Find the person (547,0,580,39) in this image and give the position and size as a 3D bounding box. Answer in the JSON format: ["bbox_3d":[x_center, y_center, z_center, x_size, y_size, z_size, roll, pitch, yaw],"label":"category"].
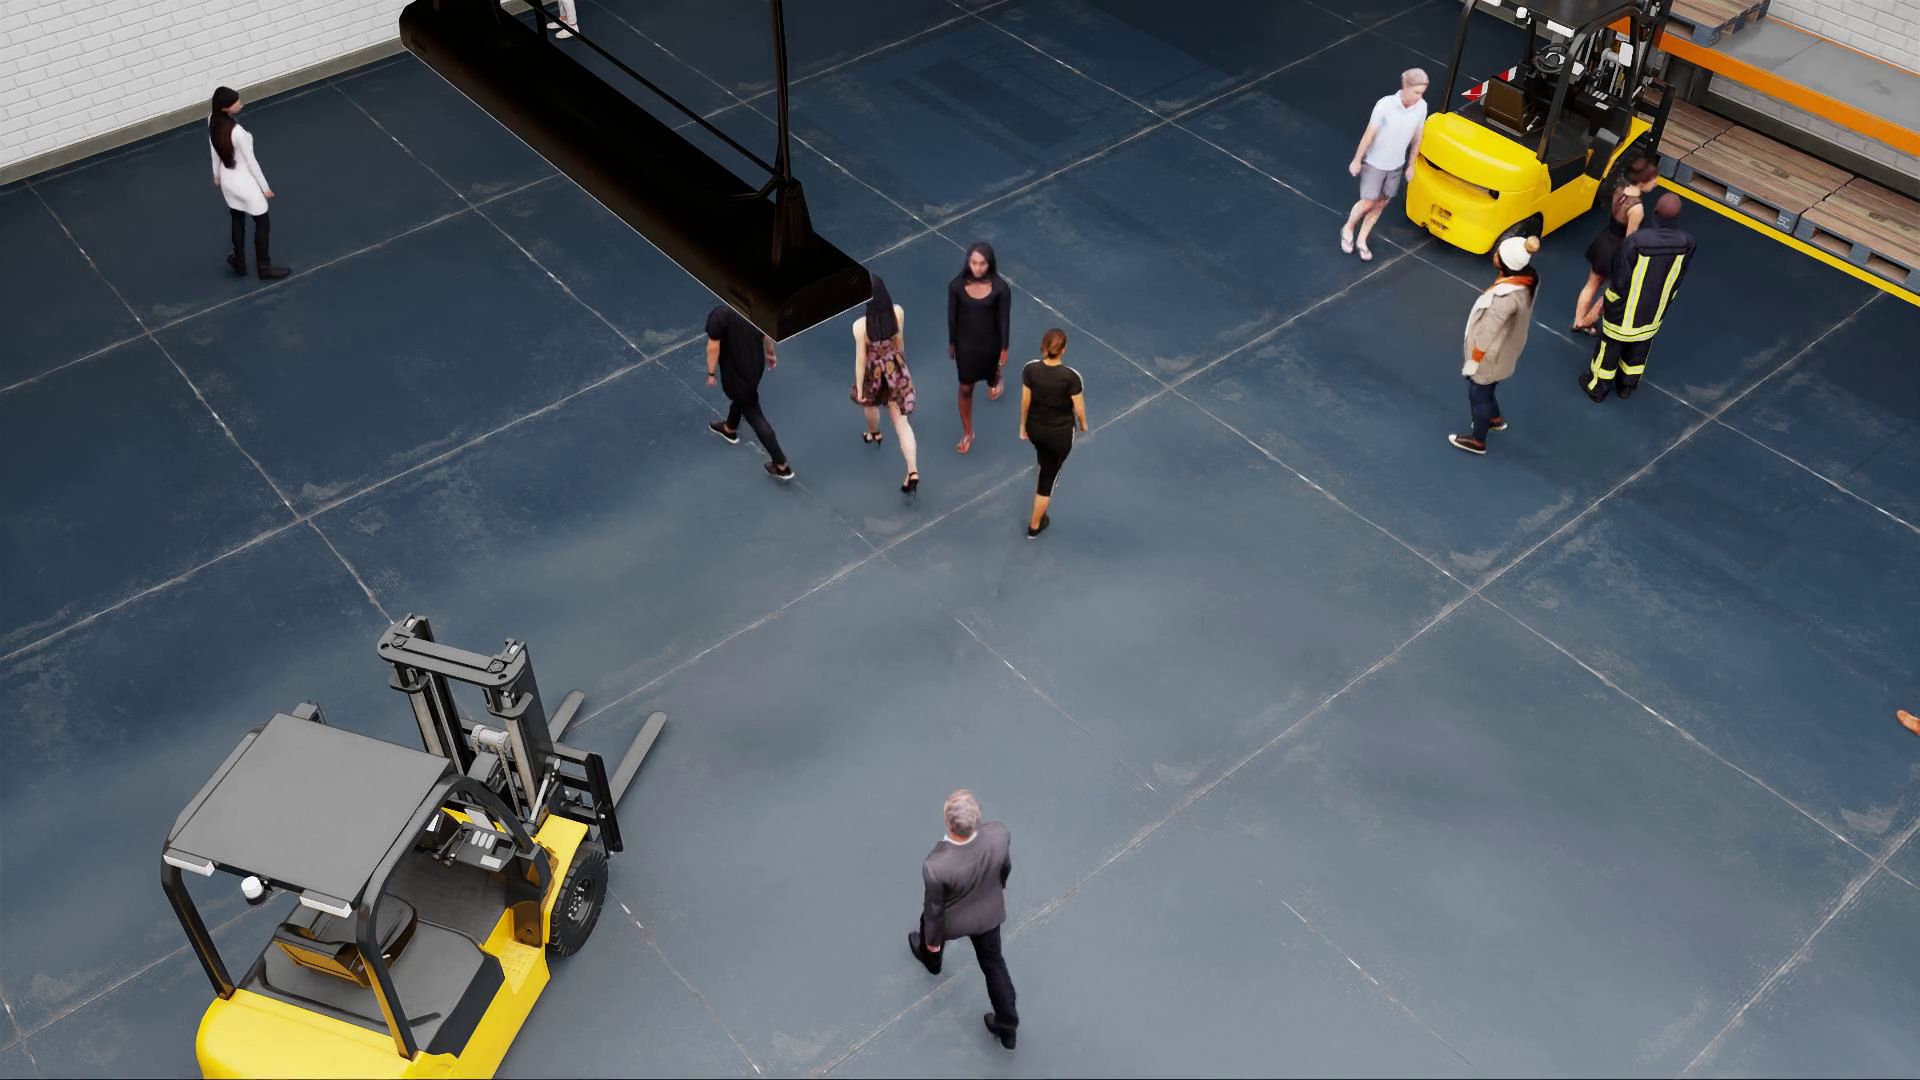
[{"bbox_3d":[-4.203,-6.040,17.171,0.702,1.688,0.523,-21,48,-21],"label":"person"}]

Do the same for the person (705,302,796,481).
[{"bbox_3d":[-1.511,-1.209,12.004,1.239,1.820,0.865,29,51,27],"label":"person"}]

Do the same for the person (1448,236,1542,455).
[{"bbox_3d":[4.013,-1.403,12.165,0.824,1.879,0.808,20,47,20],"label":"person"}]

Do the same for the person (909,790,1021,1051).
[{"bbox_3d":[0.073,1.978,8.677,0.869,1.795,1.237,-22,48,-22],"label":"person"}]

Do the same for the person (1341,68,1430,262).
[{"bbox_3d":[3.578,-3.251,14.158,0.850,1.806,0.850,-5,44,-5],"label":"person"}]

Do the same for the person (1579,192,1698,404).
[{"bbox_3d":[5.181,-1.854,12.679,0.863,1.823,0.888,-3,44,-3],"label":"person"}]

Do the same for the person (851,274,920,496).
[{"bbox_3d":[-0.493,-1.088,11.946,0.729,1.726,1.191,-21,48,-21],"label":"person"}]

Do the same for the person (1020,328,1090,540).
[{"bbox_3d":[0.598,-0.709,11.616,1.052,1.632,0.891,22,48,21],"label":"person"}]

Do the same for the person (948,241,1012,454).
[{"bbox_3d":[0.160,-1.506,12.401,1.033,1.702,1.052,9,44,9],"label":"person"}]

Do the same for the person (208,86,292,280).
[{"bbox_3d":[-6.063,-2.952,13.862,0.683,1.780,0.955,14,45,15],"label":"person"}]

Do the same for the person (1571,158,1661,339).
[{"bbox_3d":[5.131,-2.282,13.235,0.764,1.676,0.654,-10,45,-10],"label":"person"}]
